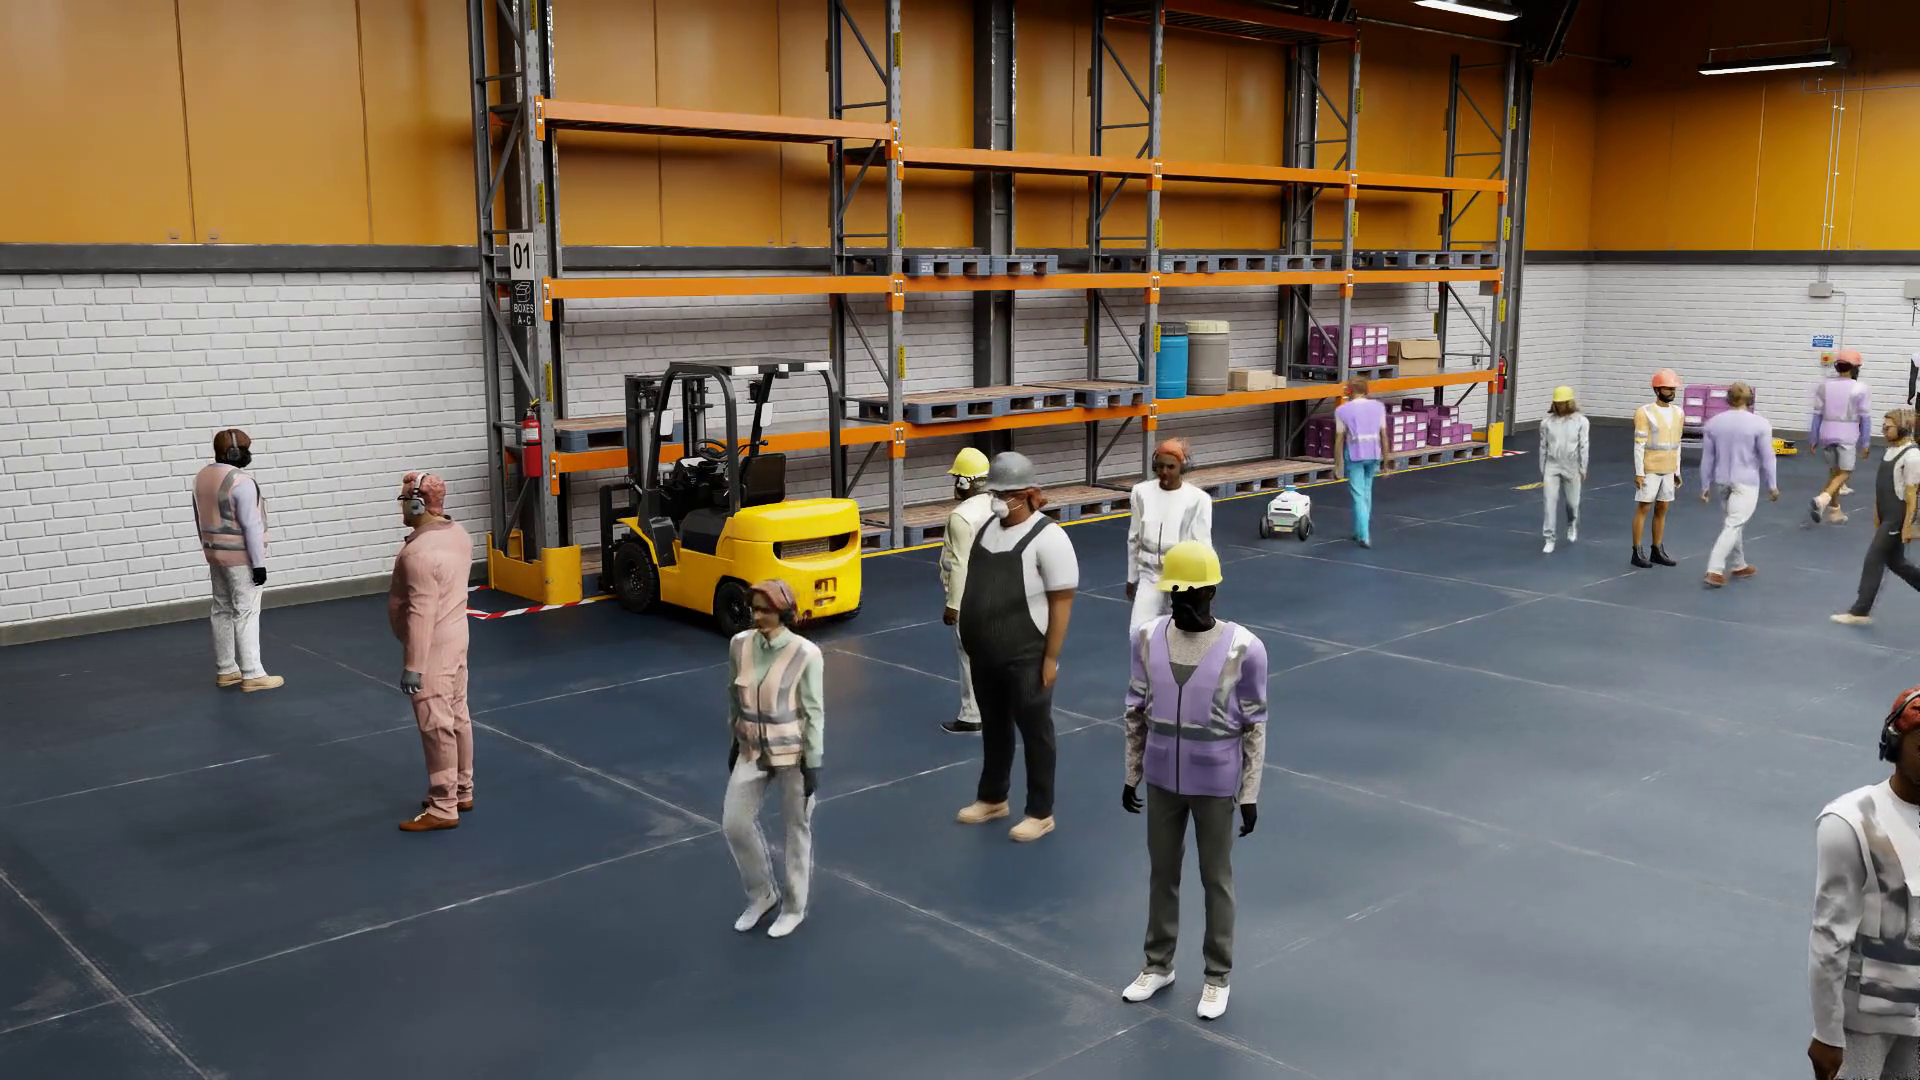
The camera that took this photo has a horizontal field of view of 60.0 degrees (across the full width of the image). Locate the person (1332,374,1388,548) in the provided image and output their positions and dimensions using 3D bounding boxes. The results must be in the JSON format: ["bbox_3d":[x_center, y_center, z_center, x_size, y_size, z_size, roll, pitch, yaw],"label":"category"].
[{"bbox_3d":[4.205,-0.832,17.471,0.588,1.845,0.554,-3,10,-18],"label":"person"}]

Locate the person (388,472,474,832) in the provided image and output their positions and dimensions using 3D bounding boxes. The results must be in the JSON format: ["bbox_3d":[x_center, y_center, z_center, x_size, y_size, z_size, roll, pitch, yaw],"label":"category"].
[{"bbox_3d":[-2.814,0.586,8.840,0.410,1.909,0.642,0,10,2],"label":"person"}]

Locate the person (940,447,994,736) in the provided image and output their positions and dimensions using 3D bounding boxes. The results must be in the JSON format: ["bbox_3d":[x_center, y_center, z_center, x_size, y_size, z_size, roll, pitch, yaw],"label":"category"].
[{"bbox_3d":[0.073,0.327,10.569,0.403,1.835,0.588,6,11,30],"label":"person"}]

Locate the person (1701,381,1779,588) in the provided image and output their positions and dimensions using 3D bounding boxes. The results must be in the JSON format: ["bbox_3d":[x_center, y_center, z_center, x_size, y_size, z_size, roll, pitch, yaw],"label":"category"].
[{"bbox_3d":[7.163,-0.516,15.351,0.980,1.901,0.640,-5,11,-28],"label":"person"}]

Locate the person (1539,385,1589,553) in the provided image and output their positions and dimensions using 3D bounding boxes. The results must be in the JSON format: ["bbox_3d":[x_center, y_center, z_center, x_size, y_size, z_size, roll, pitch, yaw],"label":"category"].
[{"bbox_3d":[6.237,-0.750,17.203,0.493,1.720,0.661,4,11,24],"label":"person"}]

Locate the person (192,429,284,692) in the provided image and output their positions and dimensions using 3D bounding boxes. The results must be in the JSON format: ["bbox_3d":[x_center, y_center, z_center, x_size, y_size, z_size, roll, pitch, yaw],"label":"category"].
[{"bbox_3d":[-5.063,0.138,11.661,0.633,1.839,0.429,7,12,34],"label":"person"}]

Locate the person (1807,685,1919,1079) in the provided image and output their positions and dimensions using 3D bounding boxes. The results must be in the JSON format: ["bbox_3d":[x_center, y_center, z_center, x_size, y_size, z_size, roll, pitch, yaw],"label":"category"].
[{"bbox_3d":[2.595,1.316,4.641,0.574,1.881,0.357,-4,10,-22],"label":"person"}]

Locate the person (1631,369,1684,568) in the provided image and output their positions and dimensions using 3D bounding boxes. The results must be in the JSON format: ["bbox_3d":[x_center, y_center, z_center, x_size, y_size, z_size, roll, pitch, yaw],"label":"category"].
[{"bbox_3d":[6.833,-0.699,16.261,0.545,1.943,0.347,-3,10,-19],"label":"person"}]

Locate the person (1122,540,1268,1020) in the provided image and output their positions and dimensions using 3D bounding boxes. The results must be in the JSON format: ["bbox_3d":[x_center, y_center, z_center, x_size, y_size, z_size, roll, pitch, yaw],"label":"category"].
[{"bbox_3d":[0.921,0.947,6.663,0.594,1.926,0.366,6,11,30],"label":"person"}]

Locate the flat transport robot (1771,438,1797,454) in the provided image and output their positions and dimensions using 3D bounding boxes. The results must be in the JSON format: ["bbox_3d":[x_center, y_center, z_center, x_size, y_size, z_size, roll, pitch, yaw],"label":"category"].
[{"bbox_3d":[12.265,-1.510,25.894,0.652,0.197,1.431,-2,10,-11],"label":"flat transport robot"}]

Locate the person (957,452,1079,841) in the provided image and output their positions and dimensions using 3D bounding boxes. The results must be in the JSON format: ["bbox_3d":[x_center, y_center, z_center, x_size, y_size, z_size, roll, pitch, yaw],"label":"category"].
[{"bbox_3d":[0.248,0.544,8.694,0.537,2.000,0.688,-9,13,-41],"label":"person"}]

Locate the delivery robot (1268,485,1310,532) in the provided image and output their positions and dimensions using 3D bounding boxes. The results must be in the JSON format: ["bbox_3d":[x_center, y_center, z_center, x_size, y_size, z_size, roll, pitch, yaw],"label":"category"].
[{"bbox_3d":[3.559,-0.349,17.990,0.477,0.478,0.707,4,10,21],"label":"delivery robot"}]

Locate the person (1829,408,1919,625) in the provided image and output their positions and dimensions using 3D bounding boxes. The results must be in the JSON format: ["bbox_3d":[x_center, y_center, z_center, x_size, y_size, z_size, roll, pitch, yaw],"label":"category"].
[{"bbox_3d":[7.702,-0.178,13.602,0.888,1.816,0.519,2,10,12],"label":"person"}]

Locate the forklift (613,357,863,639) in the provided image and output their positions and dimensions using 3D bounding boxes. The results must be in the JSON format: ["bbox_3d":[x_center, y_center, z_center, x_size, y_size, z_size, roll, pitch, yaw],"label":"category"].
[{"bbox_3d":[-1.847,-0.414,13.852,1.214,2.155,2.313,-9,13,-42],"label":"forklift"}]

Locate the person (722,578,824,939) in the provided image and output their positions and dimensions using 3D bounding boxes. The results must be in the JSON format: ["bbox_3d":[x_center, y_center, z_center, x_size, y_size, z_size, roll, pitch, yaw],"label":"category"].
[{"bbox_3d":[-0.839,0.976,7.352,0.538,1.623,0.432,5,11,28],"label":"person"}]

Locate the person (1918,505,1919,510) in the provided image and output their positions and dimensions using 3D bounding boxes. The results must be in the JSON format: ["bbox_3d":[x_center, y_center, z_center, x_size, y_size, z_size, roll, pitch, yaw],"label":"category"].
[{"bbox_3d":[11.703,-1.251,19.722,0.328,1.865,0.520,-9,13,-42],"label":"person"}]

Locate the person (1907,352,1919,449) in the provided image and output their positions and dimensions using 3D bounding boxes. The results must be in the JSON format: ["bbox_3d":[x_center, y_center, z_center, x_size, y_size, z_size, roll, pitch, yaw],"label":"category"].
[{"bbox_3d":[14.708,-2.217,25.212,0.587,1.920,0.395,5,11,27],"label":"person"}]

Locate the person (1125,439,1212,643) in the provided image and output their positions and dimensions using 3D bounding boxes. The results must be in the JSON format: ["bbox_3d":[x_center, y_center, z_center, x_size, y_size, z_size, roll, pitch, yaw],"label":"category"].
[{"bbox_3d":[1.327,0.277,10.776,0.622,1.860,0.644,5,11,28],"label":"person"}]

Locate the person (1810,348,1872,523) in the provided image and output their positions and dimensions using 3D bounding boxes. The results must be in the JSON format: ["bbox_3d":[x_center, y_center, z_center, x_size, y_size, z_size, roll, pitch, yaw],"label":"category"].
[{"bbox_3d":[9.858,-1.145,18.694,0.844,2.014,0.628,-7,12,-36],"label":"person"}]

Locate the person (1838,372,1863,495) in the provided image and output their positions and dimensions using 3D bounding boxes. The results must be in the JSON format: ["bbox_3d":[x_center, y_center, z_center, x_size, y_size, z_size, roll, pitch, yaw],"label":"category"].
[{"bbox_3d":[11.299,-1.424,21.230,0.548,1.692,0.354,-7,12,-36],"label":"person"}]
